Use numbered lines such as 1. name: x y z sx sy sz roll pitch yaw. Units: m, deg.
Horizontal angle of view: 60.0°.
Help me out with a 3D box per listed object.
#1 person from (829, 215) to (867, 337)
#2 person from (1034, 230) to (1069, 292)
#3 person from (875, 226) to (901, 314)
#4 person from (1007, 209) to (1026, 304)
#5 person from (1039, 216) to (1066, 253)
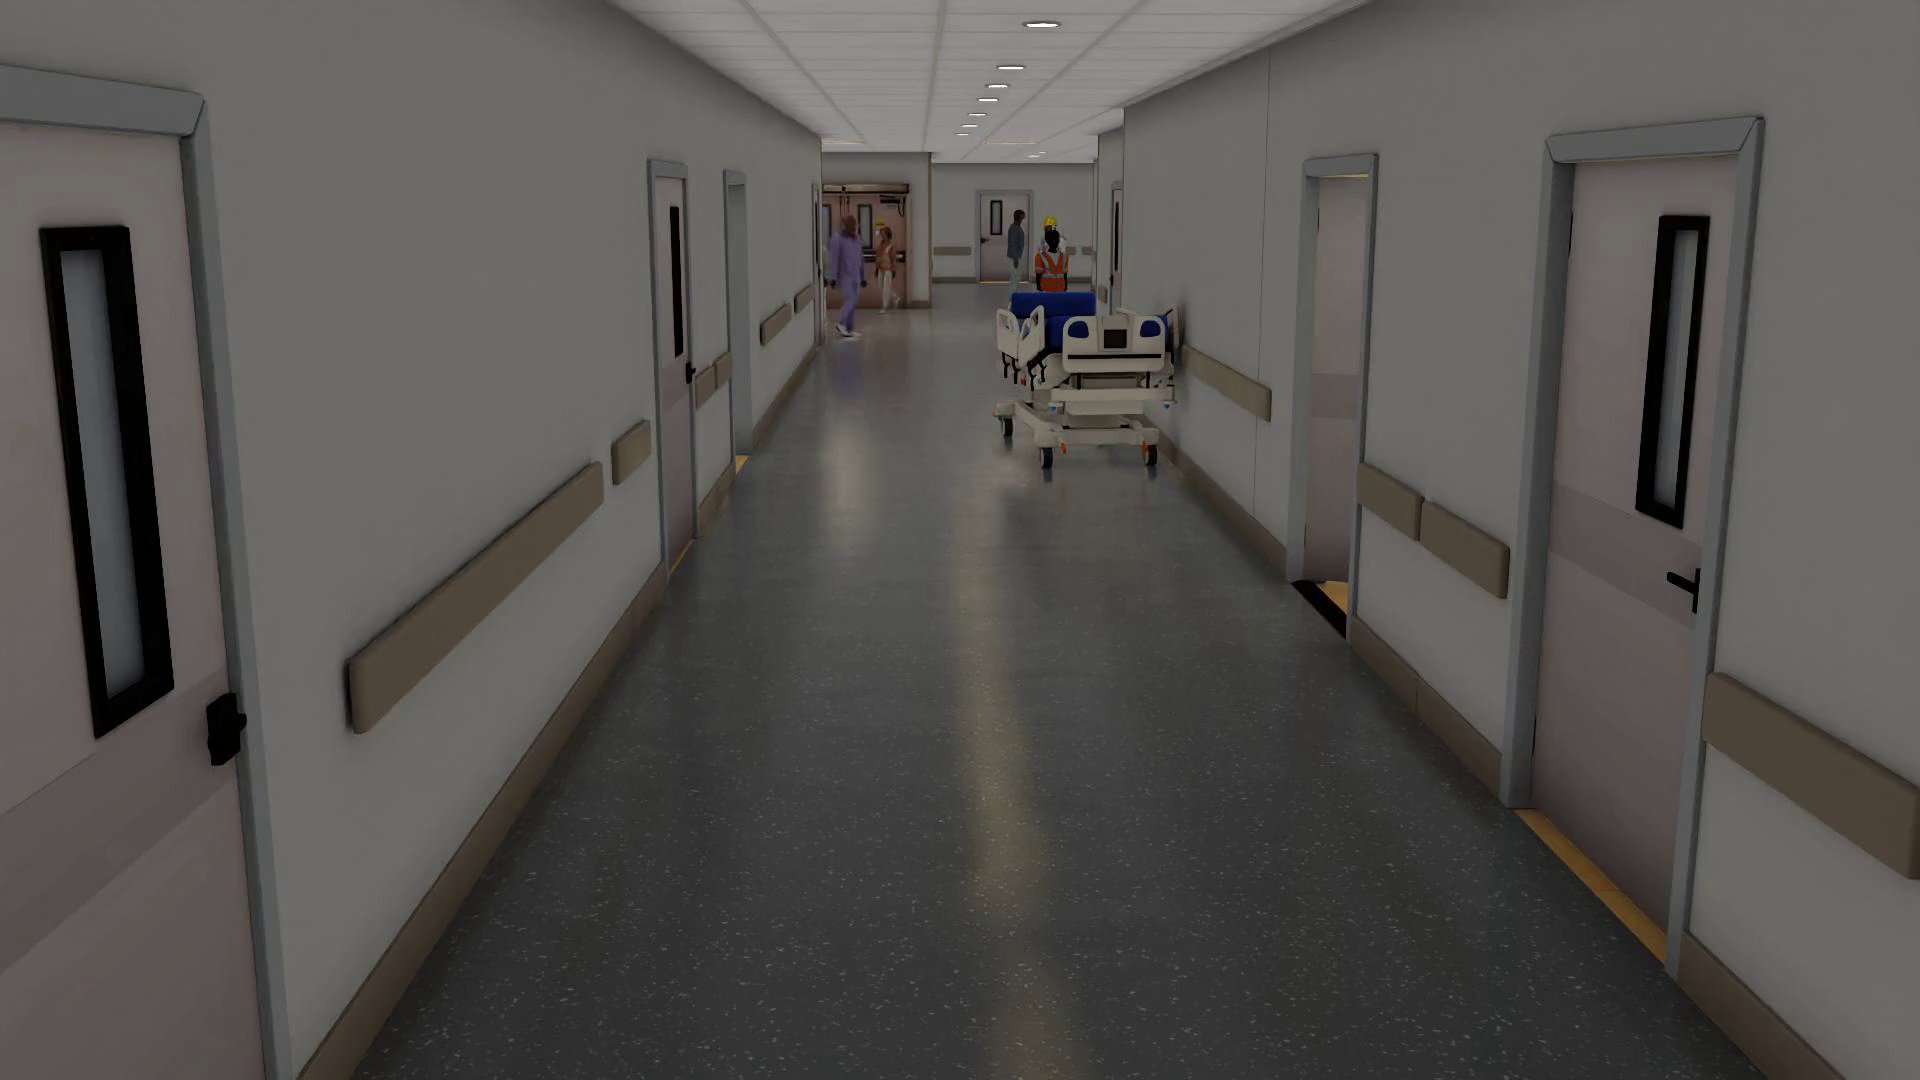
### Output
1. person: -1.692 -4.047 25.593 0.451 1.881 0.759 9 14 36
2. person: 1.300 -3.530 23.533 0.535 1.700 0.318 -5 13 -23
3. person: -1.333 -5.032 31.022 0.569 1.620 0.529 -10 15 -40
4. person: 1.112 -5.515 32.652 0.384 1.930 0.634 2 12 9
5. person: 1.598 -4.799 29.391 0.404 1.829 0.600 -9 15 -38
